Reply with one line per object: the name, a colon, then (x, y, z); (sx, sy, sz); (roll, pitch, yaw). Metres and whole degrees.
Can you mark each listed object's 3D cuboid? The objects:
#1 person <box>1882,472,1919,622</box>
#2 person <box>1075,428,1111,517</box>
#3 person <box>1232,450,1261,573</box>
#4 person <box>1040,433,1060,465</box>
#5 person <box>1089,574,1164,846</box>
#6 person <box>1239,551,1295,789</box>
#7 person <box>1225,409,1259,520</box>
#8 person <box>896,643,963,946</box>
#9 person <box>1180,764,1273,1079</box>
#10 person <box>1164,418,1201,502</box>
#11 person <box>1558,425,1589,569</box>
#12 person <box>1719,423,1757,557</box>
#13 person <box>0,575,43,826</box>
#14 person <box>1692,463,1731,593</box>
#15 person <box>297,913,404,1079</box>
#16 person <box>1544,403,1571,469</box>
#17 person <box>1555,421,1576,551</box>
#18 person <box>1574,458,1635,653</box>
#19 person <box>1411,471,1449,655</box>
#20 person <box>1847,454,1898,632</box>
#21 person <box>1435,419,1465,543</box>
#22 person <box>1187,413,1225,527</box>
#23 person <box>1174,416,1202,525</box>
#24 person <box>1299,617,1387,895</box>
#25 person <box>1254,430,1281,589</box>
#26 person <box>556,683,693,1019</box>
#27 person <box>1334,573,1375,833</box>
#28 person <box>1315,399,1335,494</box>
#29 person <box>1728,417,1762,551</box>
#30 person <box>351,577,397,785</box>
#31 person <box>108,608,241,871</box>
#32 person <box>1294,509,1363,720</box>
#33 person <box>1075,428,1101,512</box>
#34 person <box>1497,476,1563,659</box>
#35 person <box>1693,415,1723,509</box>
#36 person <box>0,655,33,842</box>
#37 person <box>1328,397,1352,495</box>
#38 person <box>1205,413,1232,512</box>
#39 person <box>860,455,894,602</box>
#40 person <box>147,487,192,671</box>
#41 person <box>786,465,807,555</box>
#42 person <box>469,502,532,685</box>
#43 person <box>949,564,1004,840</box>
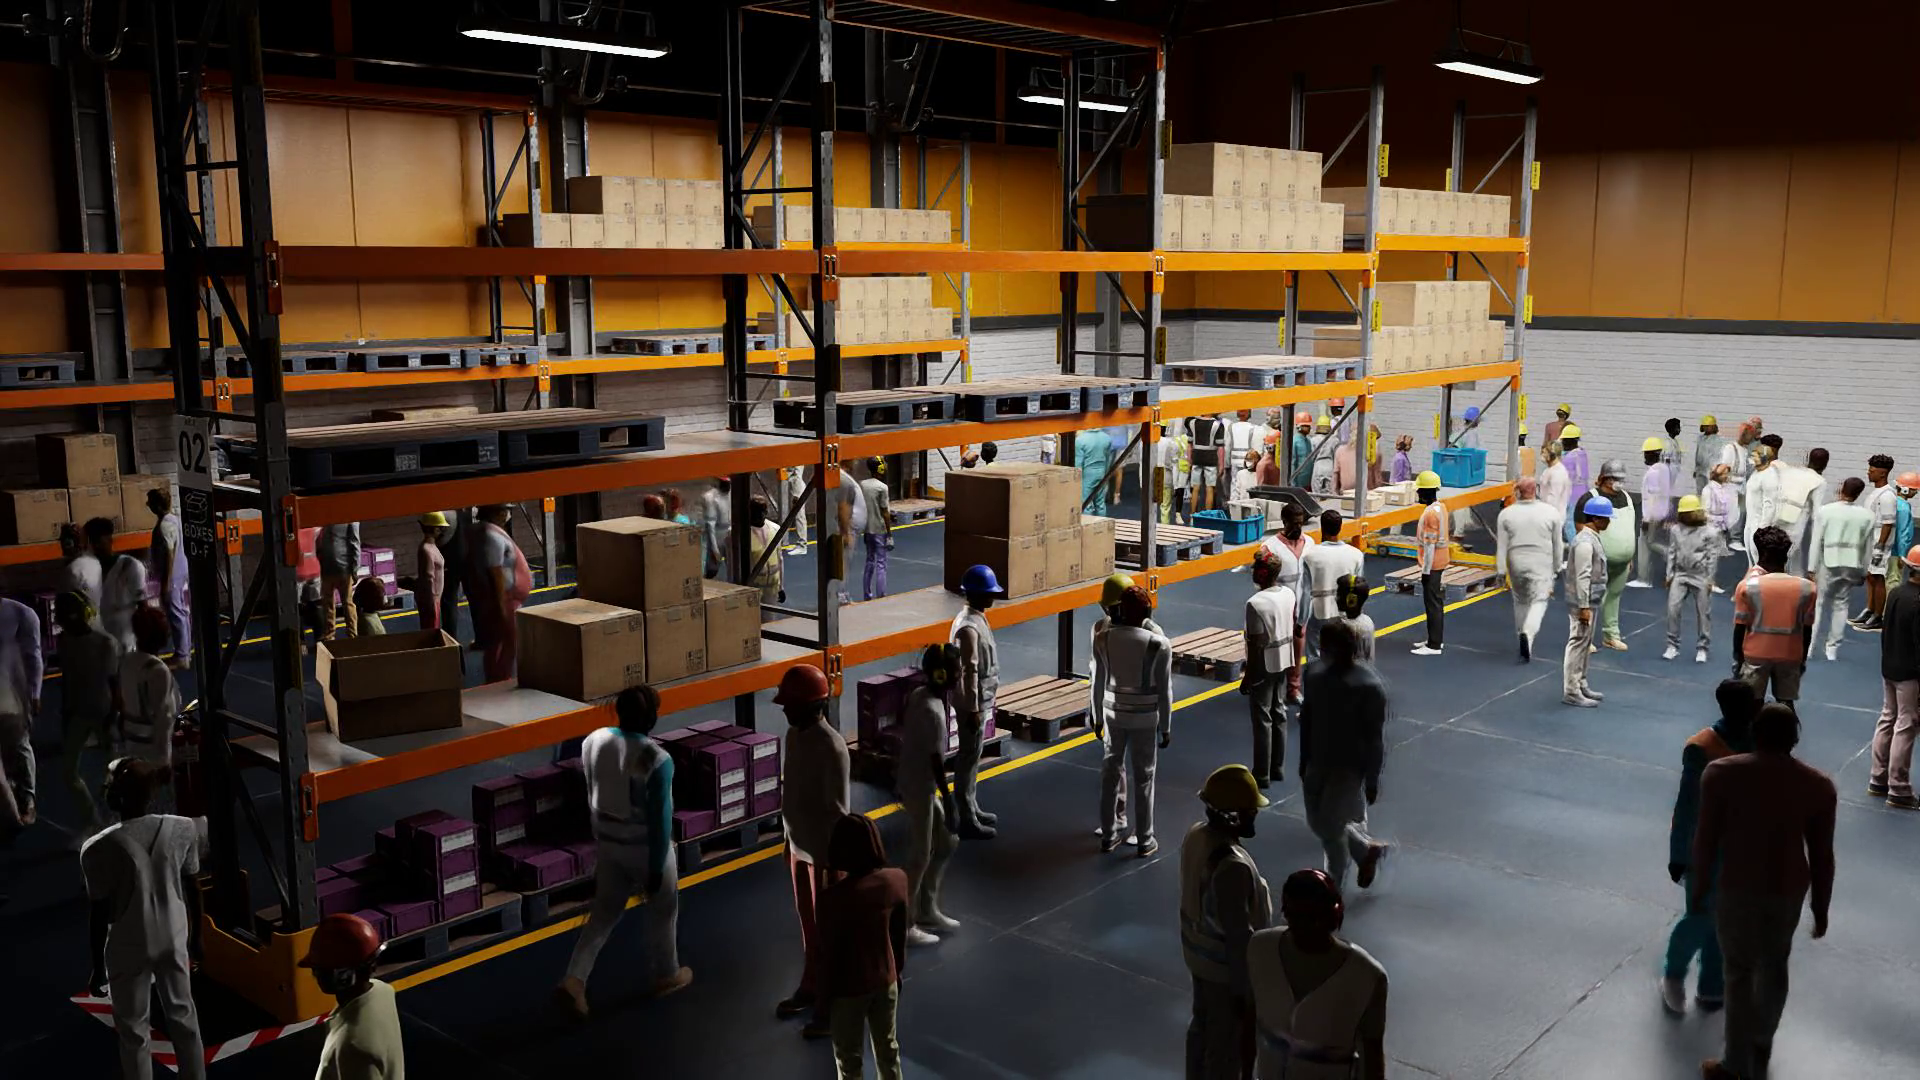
person: (10.501, 0.101, 18.593); (0.354, 1.737, 0.576); (3, 10, 17)
person: (1.863, -0.879, 23.929); (0.643, 1.910, 0.400); (-7, 12, -35)
person: (3.793, -0.363, 21.668); (0.499, 1.633, 0.286); (7, 12, 37)
person: (1.519, -1.421, 27.376); (0.386, 1.838, 0.563); (-5, 11, -25)
person: (1.147, 1.173, 11.678); (0.591, 1.911, 0.398); (7, 12, 37)
person: (2.382, 1.000, 12.881); (0.386, 1.849, 0.567); (8, 12, 40)
person: (4.372, -1.161, 25.688); (0.573, 1.883, 0.355); (5, 11, 26)
person: (-0.172, 1.507, 9.888); (0.606, 1.839, 0.605); (-2, 10, -11)
person: (1.207, 1.903, 7.542); (0.404, 1.831, 0.600); (-2, 10, -11)
person: (3.575, -1.520, 28.009); (0.982, 1.841, 0.583); (-4, 10, -23)
person: (8.136, -0.565, 22.128); (0.476, 1.913, 0.602); (7, 12, 38)
person: (10.661, -0.686, 22.930); (0.646, 1.855, 0.440); (-9, 13, -43)
person: (-6.920, 1.116, 11.941); (0.627, 1.936, 0.373); (-2, 10, -10)
person: (9.203, -0.134, 20.315); (0.515, 1.628, 0.322); (-6, 11, -33)
person: (-2.186, 2.194, 6.038); (0.335, 1.749, 0.575); (-2, 10, -13)
person: (9.831, -1.360, 27.271); (0.530, 1.756, 0.348); (8, 13, 41)
person: (8.484, -0.768, 23.484); (0.349, 1.839, 0.504); (7, 12, 36)
person: (6.771, 0.159, 17.335); (0.682, 2.000, 0.538); (-3, 10, -17)
person: (4.863, 0.235, 17.267); (0.410, 1.918, 0.585); (4, 10, 21)
person: (10.091, 0.028, 18.339); (0.367, 1.966, 0.606); (3, 10, 15)
person: (7.065, -0.878, 23.984); (0.599, 1.888, 0.652); (-2, 10, -12)
person: (3.764, -1.187, 25.416); (0.609, 2.032, 0.410); (6, 11, 30)
person: (3.548, -1.075, 25.750); (0.533, 1.694, 0.320); (-2, 10, -15)
person: (2.405, 1.395, 10.328); (0.735, 1.915, 0.634); (-6, 11, -31)
person: (3.871, -0.376, 20.669); (0.390, 1.991, 0.623); (5, 11, 29)
person: (-1.818, 1.674, 8.984); (0.621, 1.811, 0.836); (5, 11, 27)
person: (2.791, 1.162, 11.865); (0.310, 1.868, 0.531); (3, 10, 17)
person: (6.410, -1.794, 29.132); (0.395, 1.994, 0.612); (3, 10, 18)
person: (11.128, -0.788, 23.434); (0.656, 1.893, 0.399); (-3, 10, -19)
person: (-4.568, 1.092, 12.976); (0.279, 1.634, 0.497); (-4, 10, -20)
person: (-5.286, 1.347, 10.860); (0.587, 1.841, 0.963); (8, 12, 38)
person: (3.241, 0.684, 14.617); (0.598, 1.907, 0.409); (-3, 10, -15)
person: (2.036, -1.324, 27.033); (0.525, 1.760, 0.340); (1, 10, 7)
person: (5.850, 0.276, 17.129); (0.647, 1.875, 0.807); (5, 11, 28)
person: (11.450, -1.058, 25.521); (0.348, 1.738, 0.485); (-3, 10, -18)
person: (-6.883, 1.244, 11.837); (0.932, 1.705, 0.531); (8, 12, 39)
person: (6.024, -1.351, 26.658); (0.375, 1.935, 0.550); (9, 13, 43)
person: (4.116, -1.343, 27.012); (0.589, 1.809, 0.509); (2, 10, 13)
person: (-0.945, -0.073, 19.214); (0.328, 1.877, 0.513); (-9, 13, -41)
person: (-7.875, 0.388, 16.566); (0.351, 1.842, 0.507); (-2, 10, -14)
person: (-2.296, -0.668, 23.159); (0.311, 1.744, 0.486); (-1, 10, -5)
person: (-4.209, 0.503, 15.281); (0.537, 2.000, 0.689); (-5, 11, -29)
person: (0.110, 1.131, 11.808); (0.401, 1.945, 0.614); (1, 10, 4)
